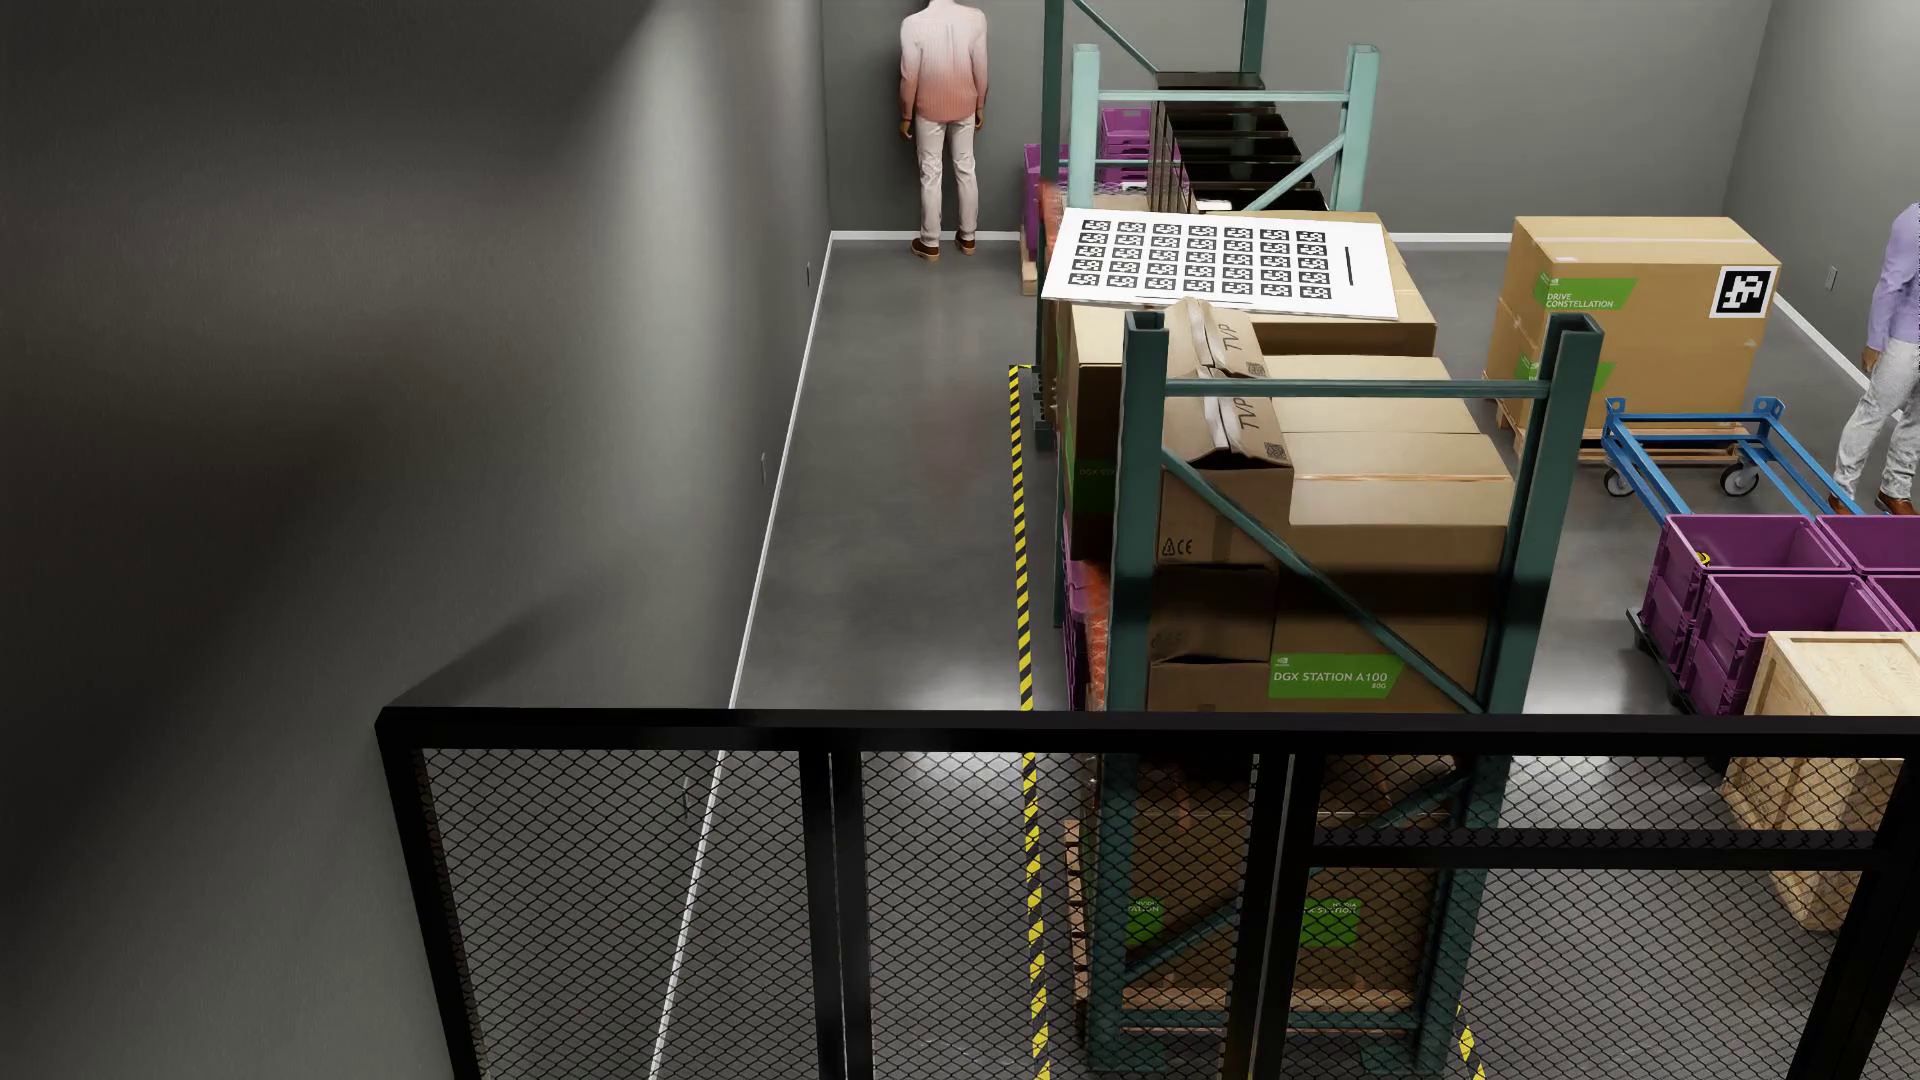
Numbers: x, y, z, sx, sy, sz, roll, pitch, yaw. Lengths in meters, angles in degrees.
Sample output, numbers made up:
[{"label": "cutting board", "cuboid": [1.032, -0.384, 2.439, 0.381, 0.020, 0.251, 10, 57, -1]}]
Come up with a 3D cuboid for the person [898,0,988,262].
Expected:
[{"label": "person", "cuboid": [-0.114, -2.812, 10.832, 0.611, 1.996, 0.379, -12, 33, -19]}]

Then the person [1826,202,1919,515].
[{"label": "person", "cuboid": [4.537, -0.939, 7.774, 0.631, 1.938, 0.362, 0, 31, 0]}]
